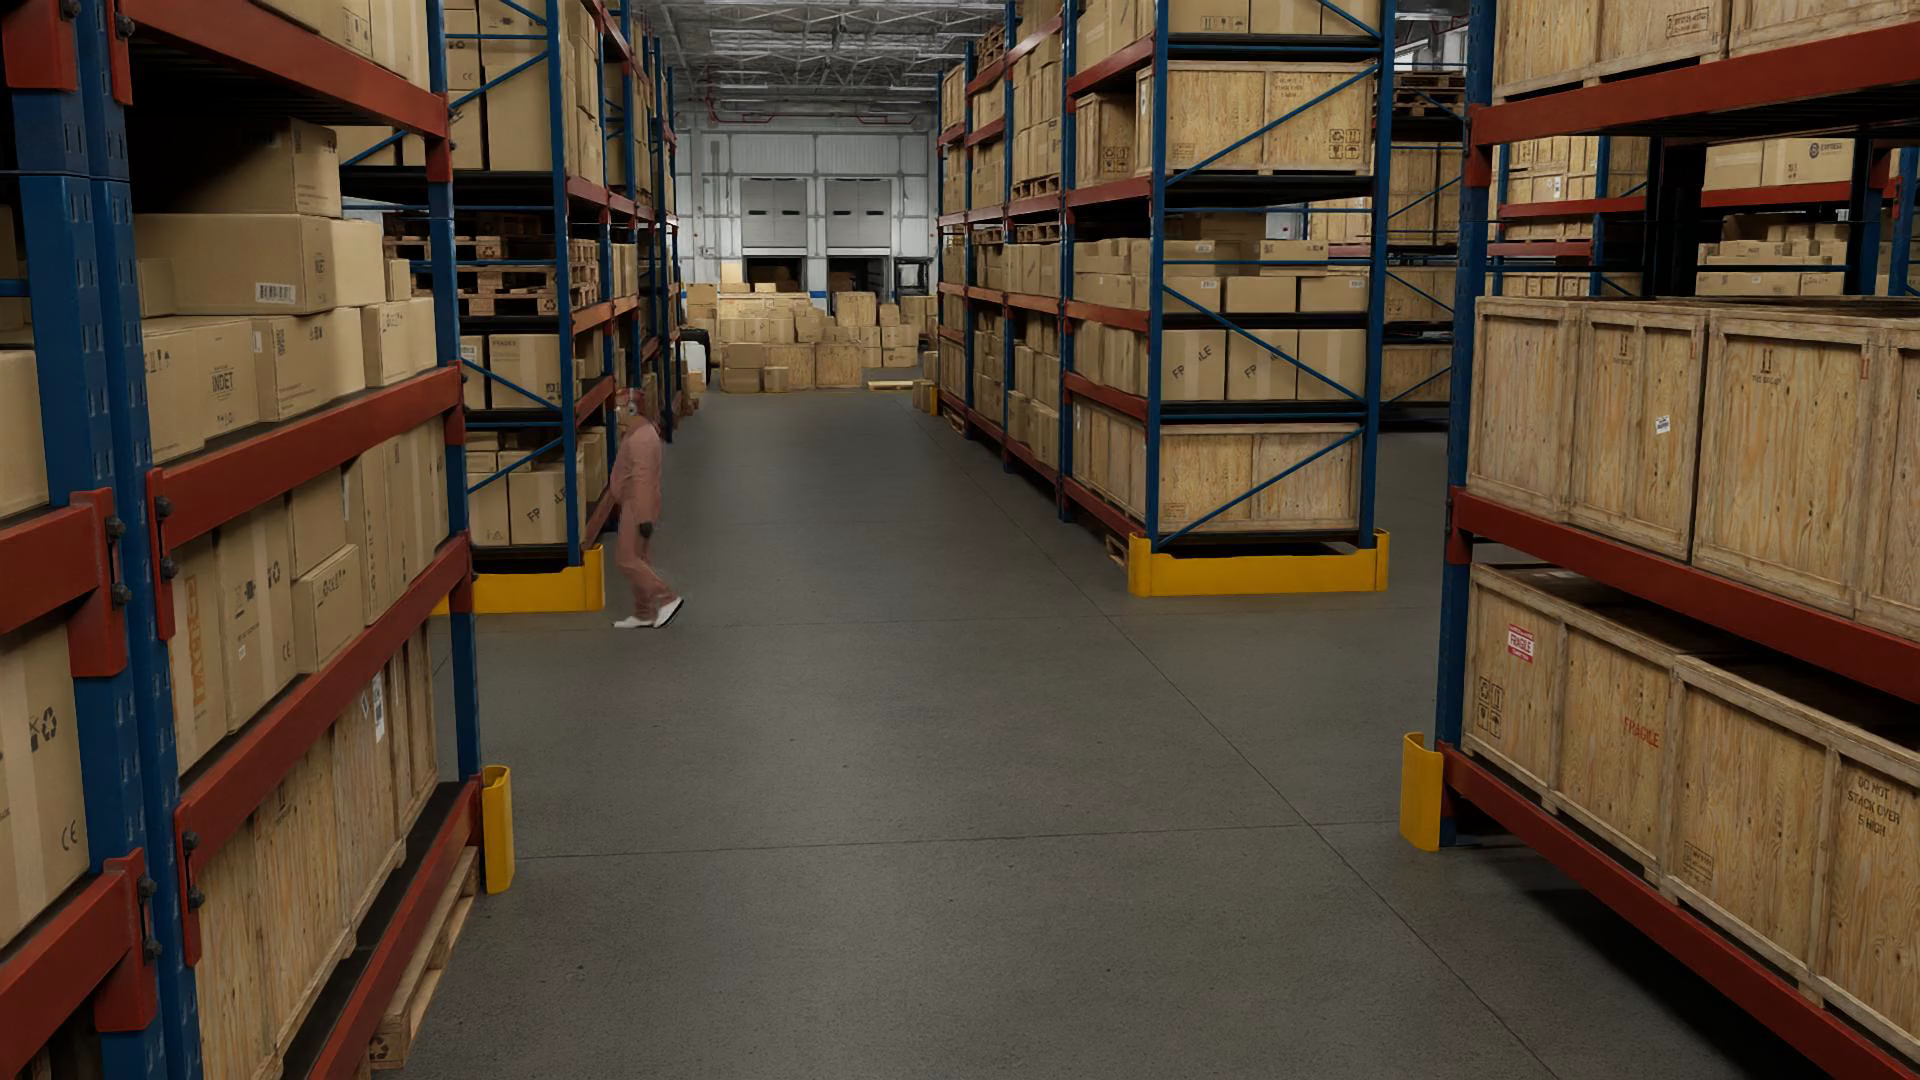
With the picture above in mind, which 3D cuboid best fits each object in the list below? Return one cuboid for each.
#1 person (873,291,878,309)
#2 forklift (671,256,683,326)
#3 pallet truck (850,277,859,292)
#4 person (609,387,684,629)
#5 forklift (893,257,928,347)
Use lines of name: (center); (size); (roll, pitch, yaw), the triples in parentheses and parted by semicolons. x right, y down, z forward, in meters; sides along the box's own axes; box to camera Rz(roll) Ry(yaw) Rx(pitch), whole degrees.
person: (-2.907, -7.525, 55.831); (0.374, 1.682, 0.555); (0, 10, 0)
forklift: (-11.356, -9.574, 64.303); (1.129, 2.768, 1.873); (-1, 10, -7)
pallet truck: (-3.782, -9.391, 65.808); (1.885, 1.965, 0.823); (2, 10, 10)
person: (-2.458, -0.231, 12.793); (0.465, 1.888, 0.649); (-1, 10, -7)
forklift: (-1.587, -7.450, 51.935); (1.129, 2.768, 1.873); (-2, 10, -14)
